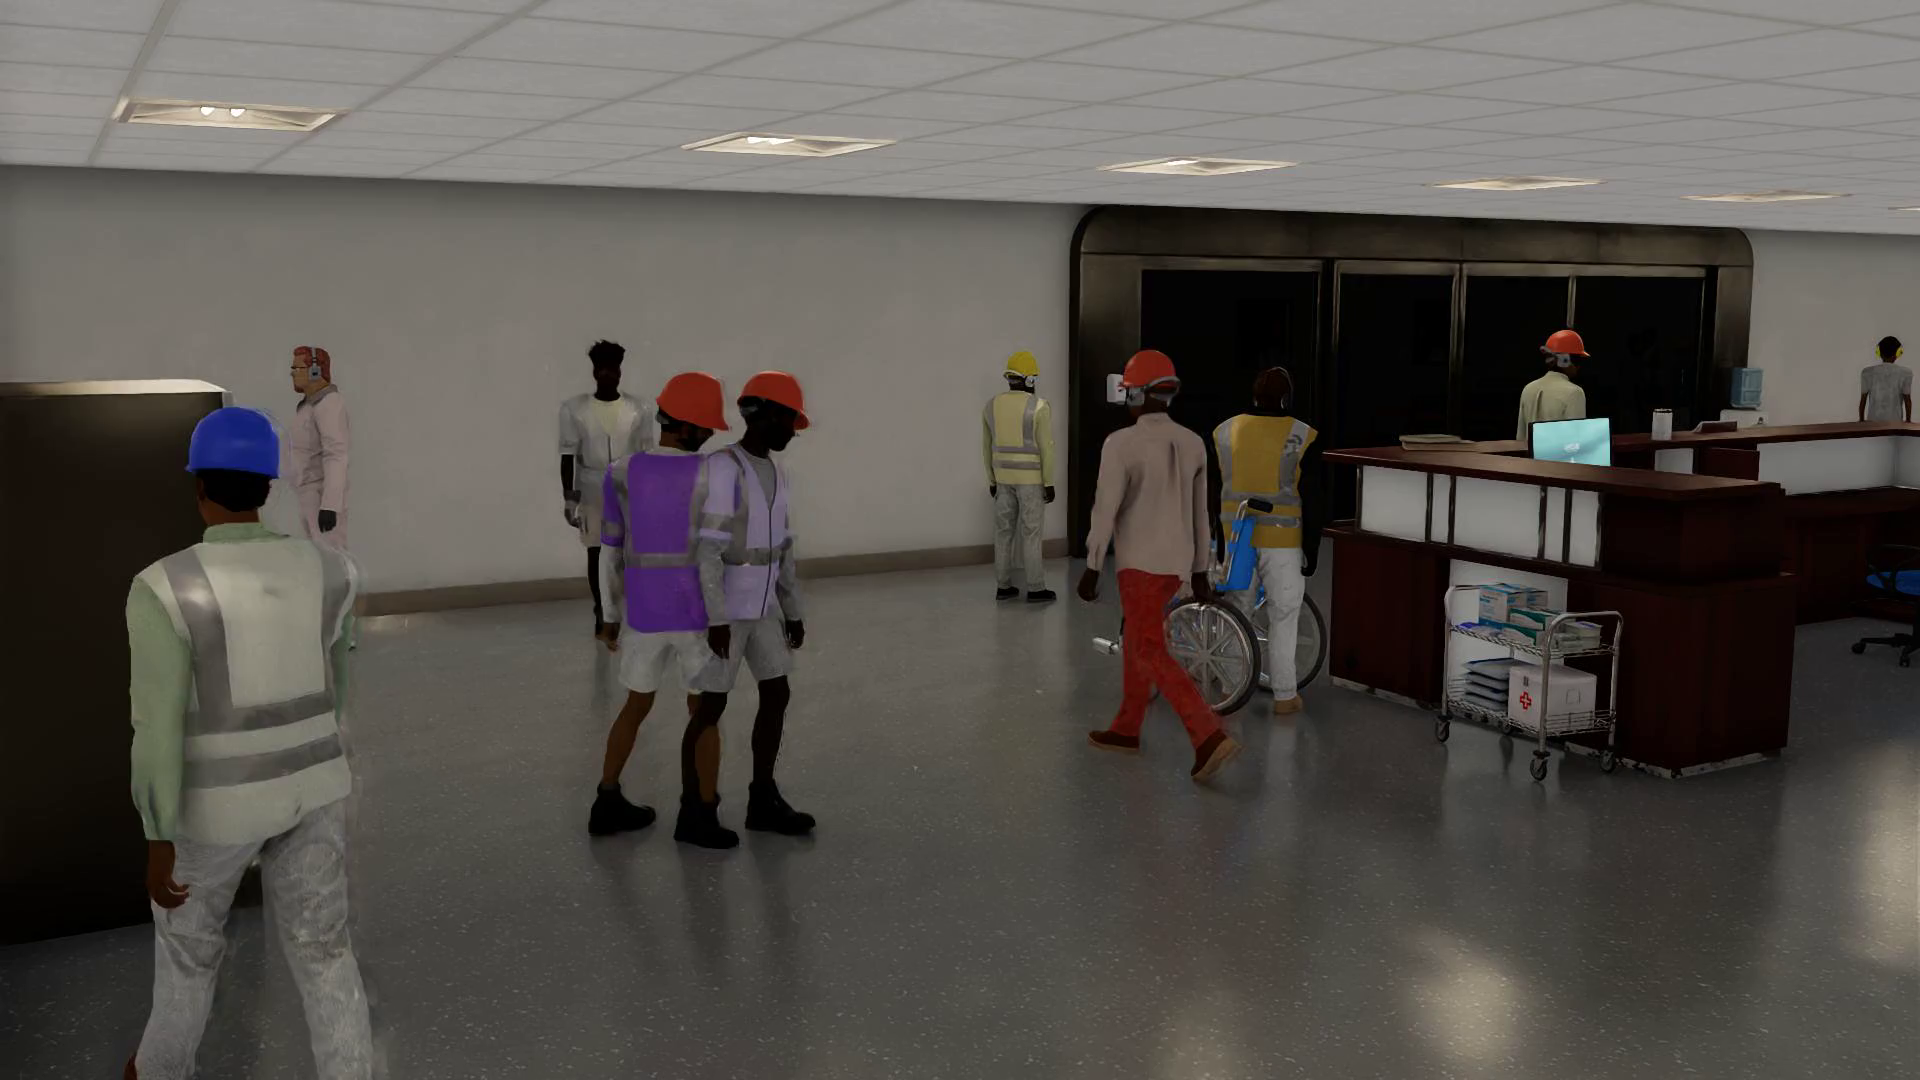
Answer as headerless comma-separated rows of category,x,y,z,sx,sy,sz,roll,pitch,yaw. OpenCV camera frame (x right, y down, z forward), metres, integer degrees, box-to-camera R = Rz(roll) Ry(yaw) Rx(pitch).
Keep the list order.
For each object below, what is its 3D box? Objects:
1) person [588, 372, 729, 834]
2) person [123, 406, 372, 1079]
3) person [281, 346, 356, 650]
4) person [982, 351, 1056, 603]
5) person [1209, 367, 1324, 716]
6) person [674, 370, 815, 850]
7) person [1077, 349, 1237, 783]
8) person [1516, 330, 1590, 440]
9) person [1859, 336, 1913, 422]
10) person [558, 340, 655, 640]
person,-1.153,0.279,6.620,0.653,1.891,0.493,1,8,10
person,-1.776,0.623,4.129,0.978,1.890,0.615,6,10,37
person,-4.003,-0.251,10.373,0.409,1.908,0.647,-5,9,-31
person,0.453,-0.457,12.130,0.588,1.835,0.403,5,10,35
person,1.619,0.009,8.774,0.626,1.837,0.429,5,9,30
person,-0.886,0.272,6.642,0.435,1.889,0.598,5,9,30
person,0.942,0.107,7.628,0.608,1.959,0.967,-7,10,-41
person,4.158,-0.468,11.635,0.391,1.990,0.623,-3,8,-20
person,9.599,-1.179,17.257,0.508,1.865,0.328,6,10,38
person,-2.207,-0.278,10.457,0.609,1.925,0.937,-2,8,-14
